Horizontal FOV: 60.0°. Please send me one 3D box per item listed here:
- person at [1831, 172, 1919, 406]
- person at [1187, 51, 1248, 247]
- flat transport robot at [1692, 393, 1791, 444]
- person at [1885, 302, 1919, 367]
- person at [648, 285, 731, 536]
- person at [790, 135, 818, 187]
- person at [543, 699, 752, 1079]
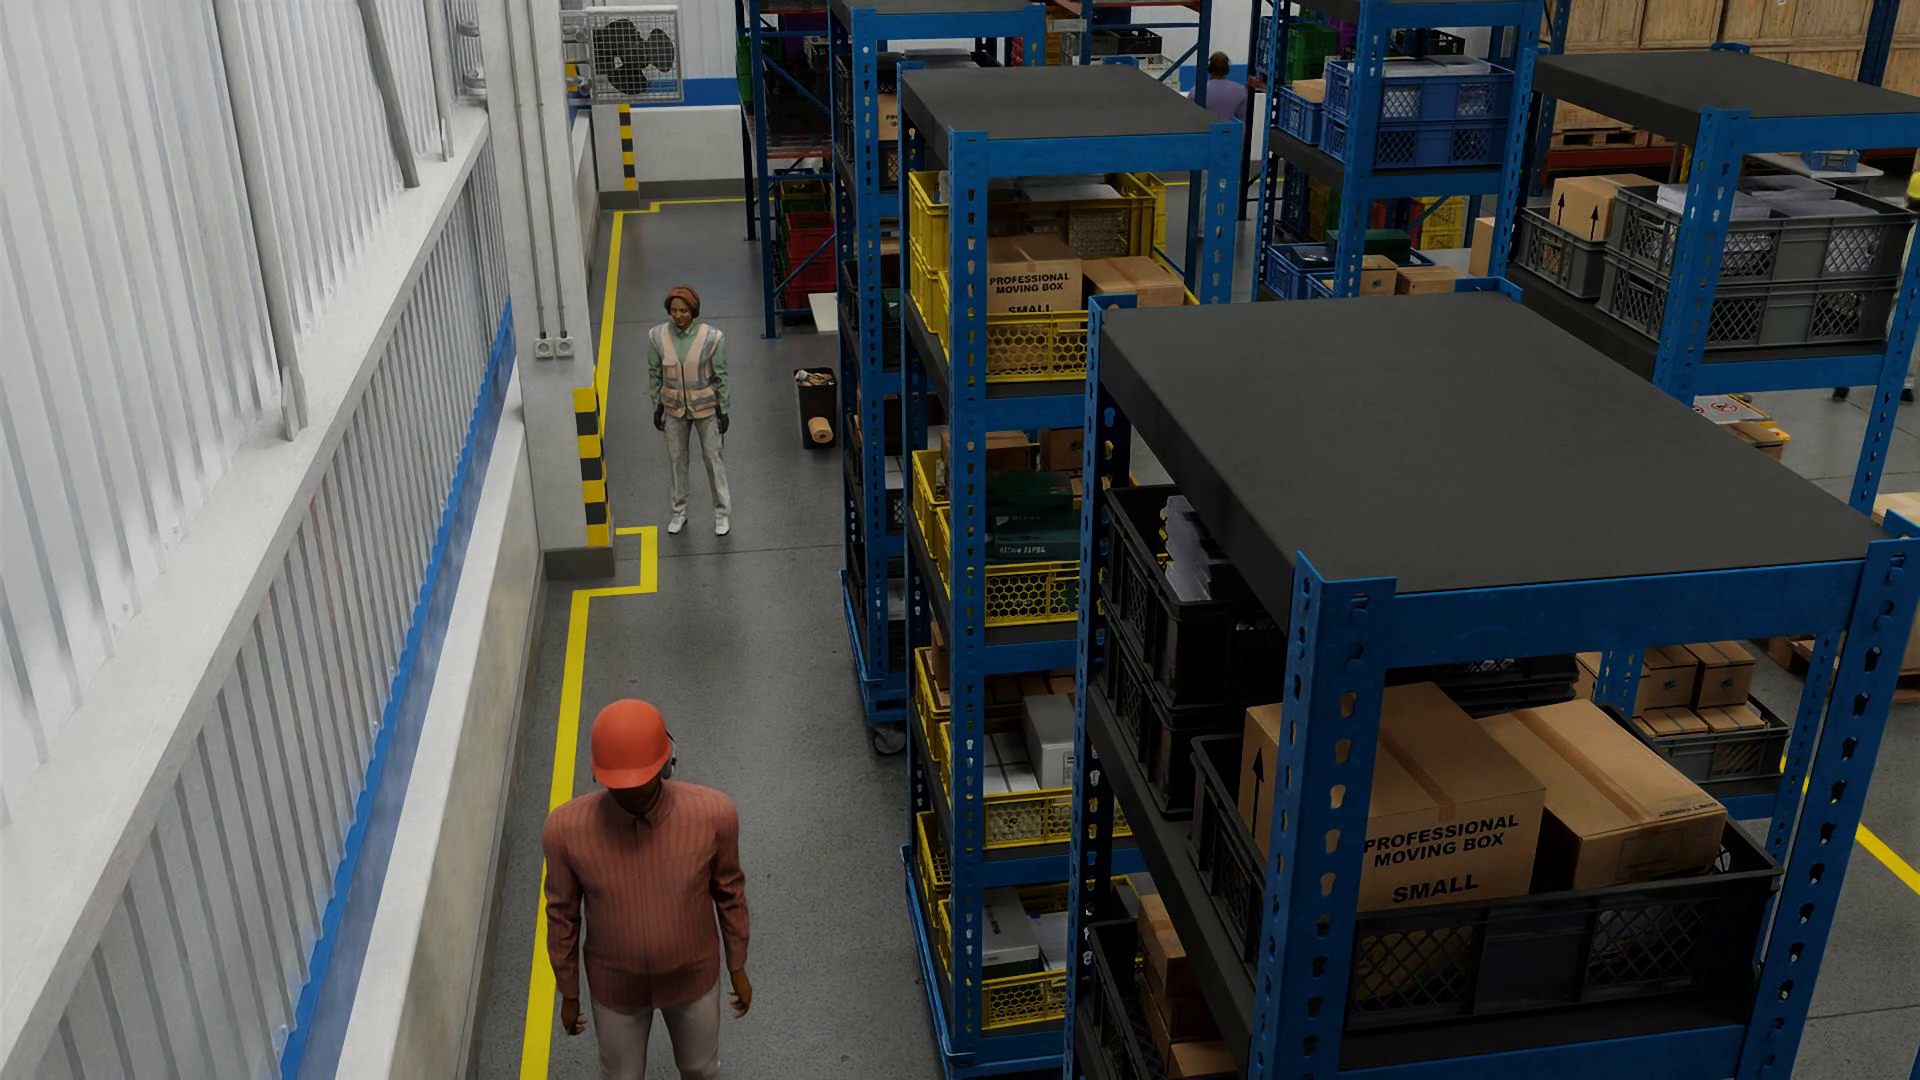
[{"bbox_3d":[7.121,-1.913,12.598,0.605,1.823,0.403,10,26,20],"label":"person"},{"bbox_3d":[2.583,-3.966,16.905,0.633,1.938,0.356,-4,25,-8],"label":"person"},{"bbox_3d":[5.224,-0.859,12.132,1.431,0.197,0.652,-4,25,-8],"label":"flat transport robot"},{"bbox_3d":[7.778,-2.313,13.463,0.632,1.808,0.804,-13,28,-26],"label":"person"},{"bbox_3d":[-1.677,-0.804,10.400,0.513,1.630,0.318,3,25,6],"label":"person"},{"bbox_3d":[-1.769,-4.867,18.951,0.591,1.873,0.393,18,30,34],"label":"person"},{"bbox_3d":[-0.965,1.371,5.238,0.624,1.992,0.390,-6,25,-12],"label":"person"}]
